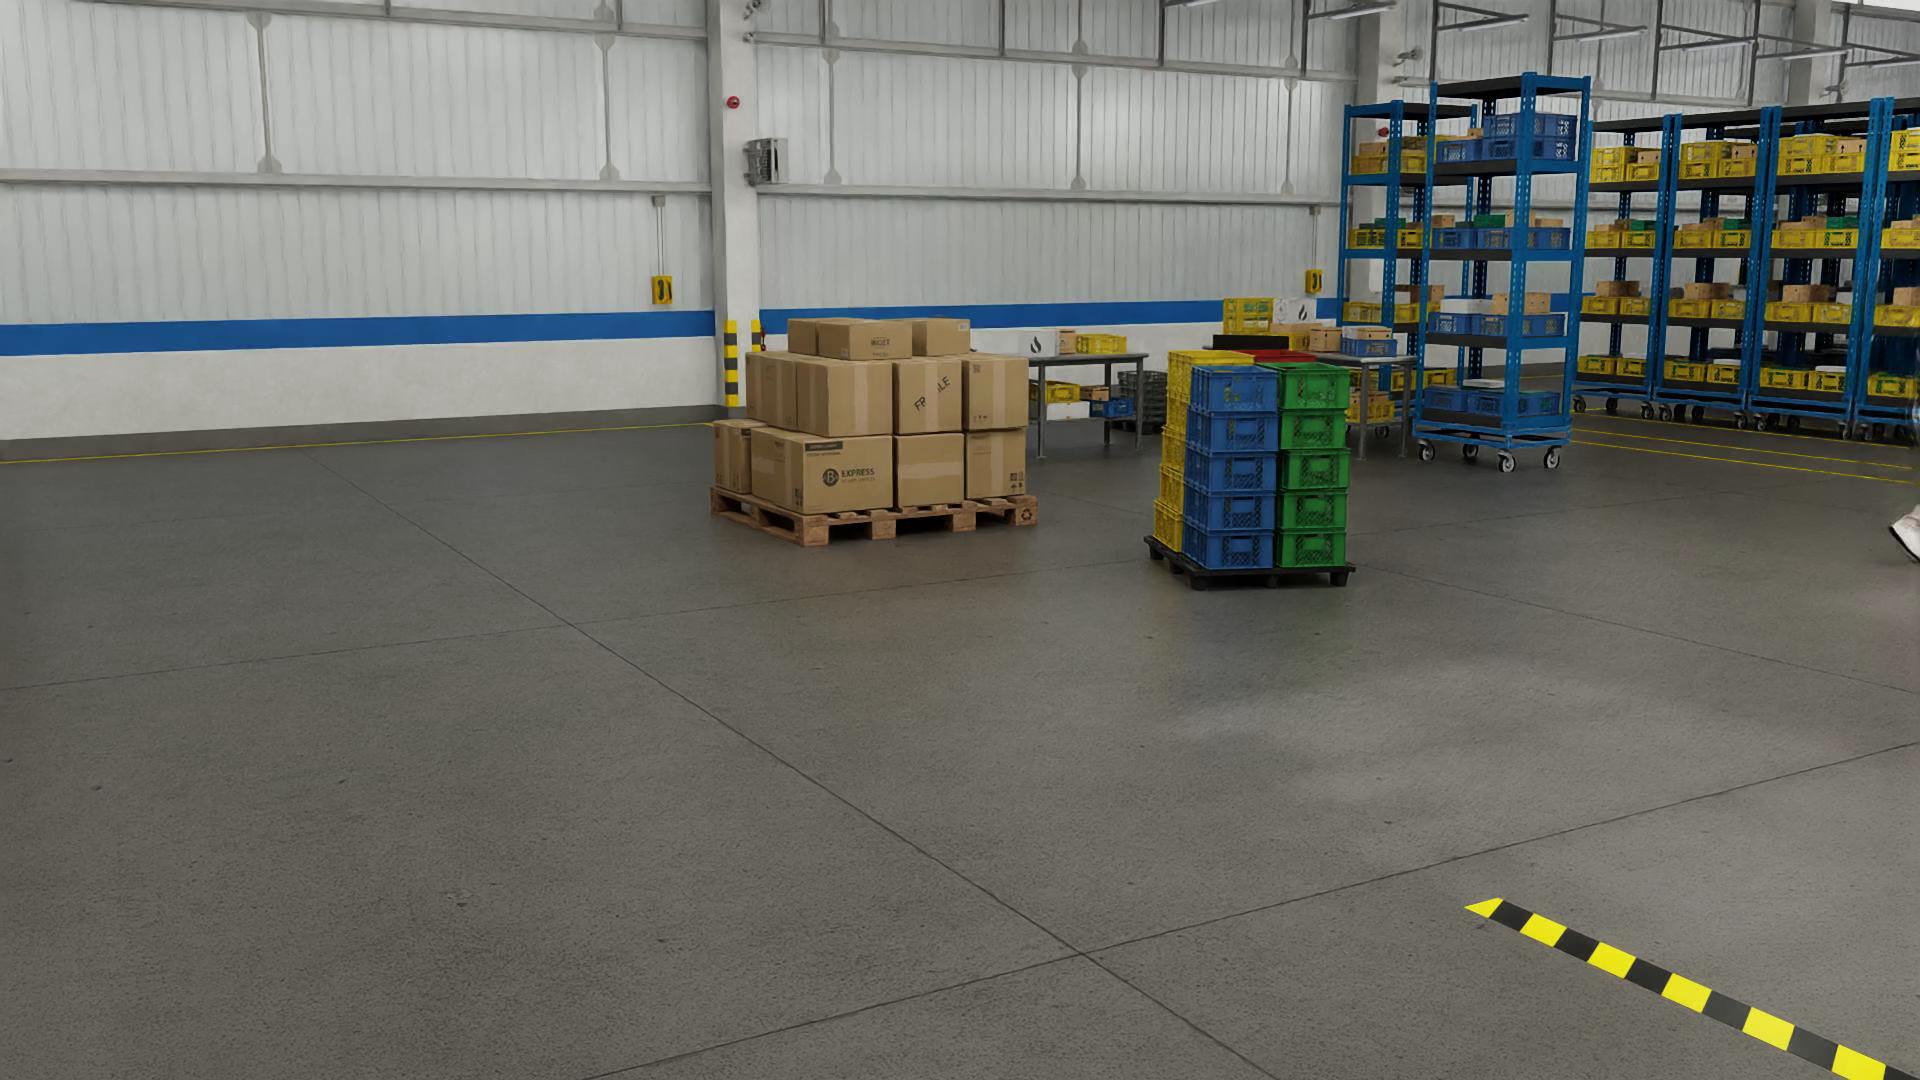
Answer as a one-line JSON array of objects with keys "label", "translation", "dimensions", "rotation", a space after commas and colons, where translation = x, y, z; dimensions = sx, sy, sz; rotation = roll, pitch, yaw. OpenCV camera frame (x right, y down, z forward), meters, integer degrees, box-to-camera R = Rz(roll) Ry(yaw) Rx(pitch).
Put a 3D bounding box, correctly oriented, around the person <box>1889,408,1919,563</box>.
[{"label": "person", "translation": [6.396, -0.755, 10.750], "dimensions": [0.459, 1.886, 0.662], "rotation": [4, 11, 20]}]
